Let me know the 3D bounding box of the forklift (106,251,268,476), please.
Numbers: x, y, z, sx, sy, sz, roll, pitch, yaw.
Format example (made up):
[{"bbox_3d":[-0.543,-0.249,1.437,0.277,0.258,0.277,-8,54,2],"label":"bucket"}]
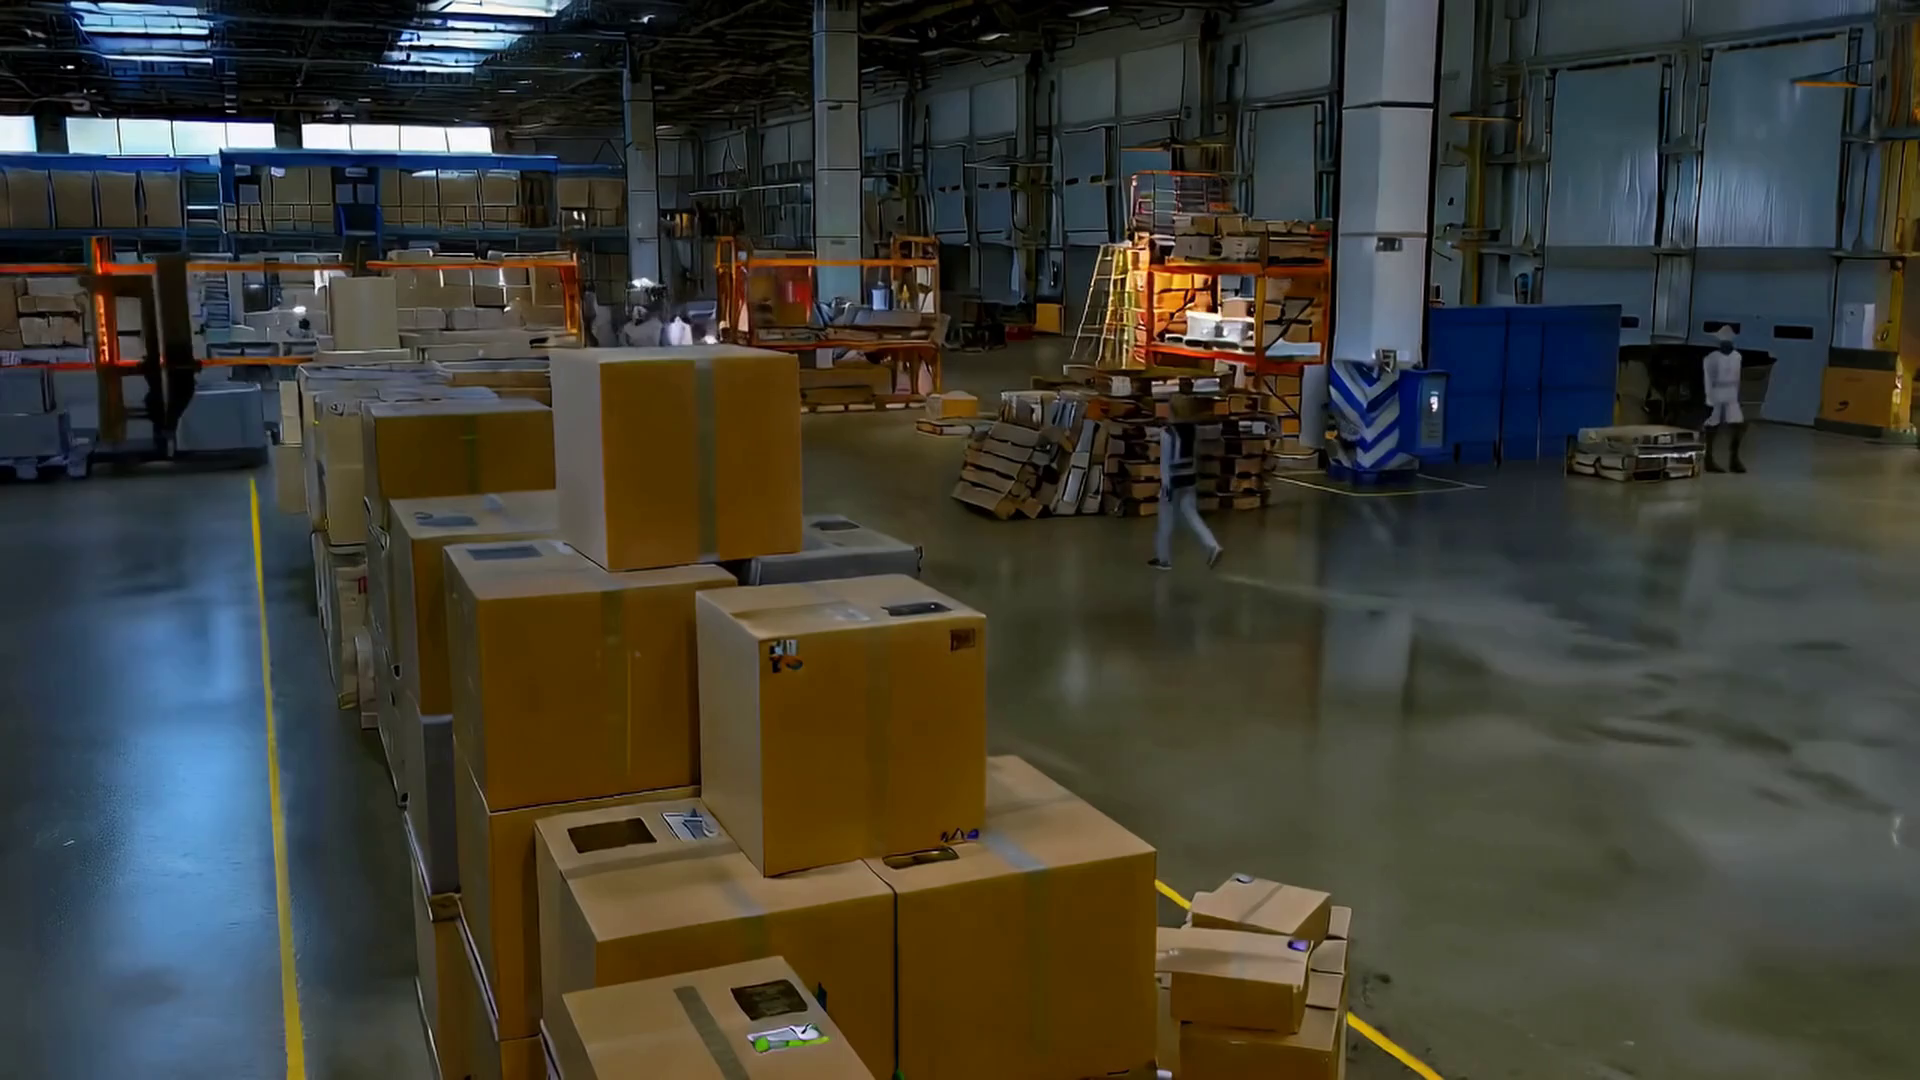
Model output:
[{"bbox_3d":[-10.019,-2.307,21.401,1.873,2.768,1.129,-4,11,-23],"label":"forklift"}]

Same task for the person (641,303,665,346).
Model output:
[{"bbox_3d":[-5.470,-3.163,28.917,0.608,1.865,0.989,1,10,7],"label":"person"}]

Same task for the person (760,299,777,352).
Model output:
[{"bbox_3d":[-4.172,-4.268,35.437,0.837,1.713,0.495,-6,12,-31],"label":"person"}]

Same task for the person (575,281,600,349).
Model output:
[{"bbox_3d":[-9.562,-5.691,42.712,0.635,1.922,0.719,3,11,17],"label":"person"}]

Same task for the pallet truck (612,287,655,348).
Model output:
[{"bbox_3d":[-6.464,-4.406,35.401,0.823,1.965,1.885,6,12,32],"label":"pallet truck"}]

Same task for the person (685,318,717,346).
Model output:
[{"bbox_3d":[-3.835,-2.403,24.853,0.522,1.825,0.672,-4,11,-23],"label":"person"}]

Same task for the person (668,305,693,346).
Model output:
[{"bbox_3d":[-4.851,-3.177,29.070,0.430,1.840,0.625,2,10,11],"label":"person"}]

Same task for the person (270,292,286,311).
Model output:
[{"bbox_3d":[-14.580,-4.386,35.691,0.326,1.861,0.498,1,10,8],"label":"person"}]

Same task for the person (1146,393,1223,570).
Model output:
[{"bbox_3d":[2.028,-0.511,14.993,0.526,1.621,0.689,-10,14,-43],"label":"person"}]

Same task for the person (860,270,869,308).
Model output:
[{"bbox_3d":[-3.605,-9.010,61.058,0.604,1.893,1.012,-2,10,-11],"label":"person"}]

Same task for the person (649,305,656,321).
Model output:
[{"bbox_3d":[-6.271,-3.894,33.542,0.370,1.663,0.624,5,11,24],"label":"person"}]

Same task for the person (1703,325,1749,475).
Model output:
[{"bbox_3d":[9.755,-1.764,21.101,0.568,1.901,0.800,-3,11,-14],"label":"person"}]

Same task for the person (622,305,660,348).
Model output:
[{"bbox_3d":[-5.279,-2.944,27.622,0.642,1.906,0.914,0,10,-1],"label":"person"}]

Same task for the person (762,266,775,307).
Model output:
[{"bbox_3d":[-8.308,-11.100,72.437,0.604,1.959,1.002,-6,12,-30],"label":"person"}]

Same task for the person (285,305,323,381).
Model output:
[{"bbox_3d":[-10.639,-2.844,27.017,0.584,1.918,0.381,-2,10,-11],"label":"person"}]

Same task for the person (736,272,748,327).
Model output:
[{"bbox_3d":[-7.459,-8.086,55.993,0.648,1.884,0.614,-7,12,-32],"label":"person"}]
